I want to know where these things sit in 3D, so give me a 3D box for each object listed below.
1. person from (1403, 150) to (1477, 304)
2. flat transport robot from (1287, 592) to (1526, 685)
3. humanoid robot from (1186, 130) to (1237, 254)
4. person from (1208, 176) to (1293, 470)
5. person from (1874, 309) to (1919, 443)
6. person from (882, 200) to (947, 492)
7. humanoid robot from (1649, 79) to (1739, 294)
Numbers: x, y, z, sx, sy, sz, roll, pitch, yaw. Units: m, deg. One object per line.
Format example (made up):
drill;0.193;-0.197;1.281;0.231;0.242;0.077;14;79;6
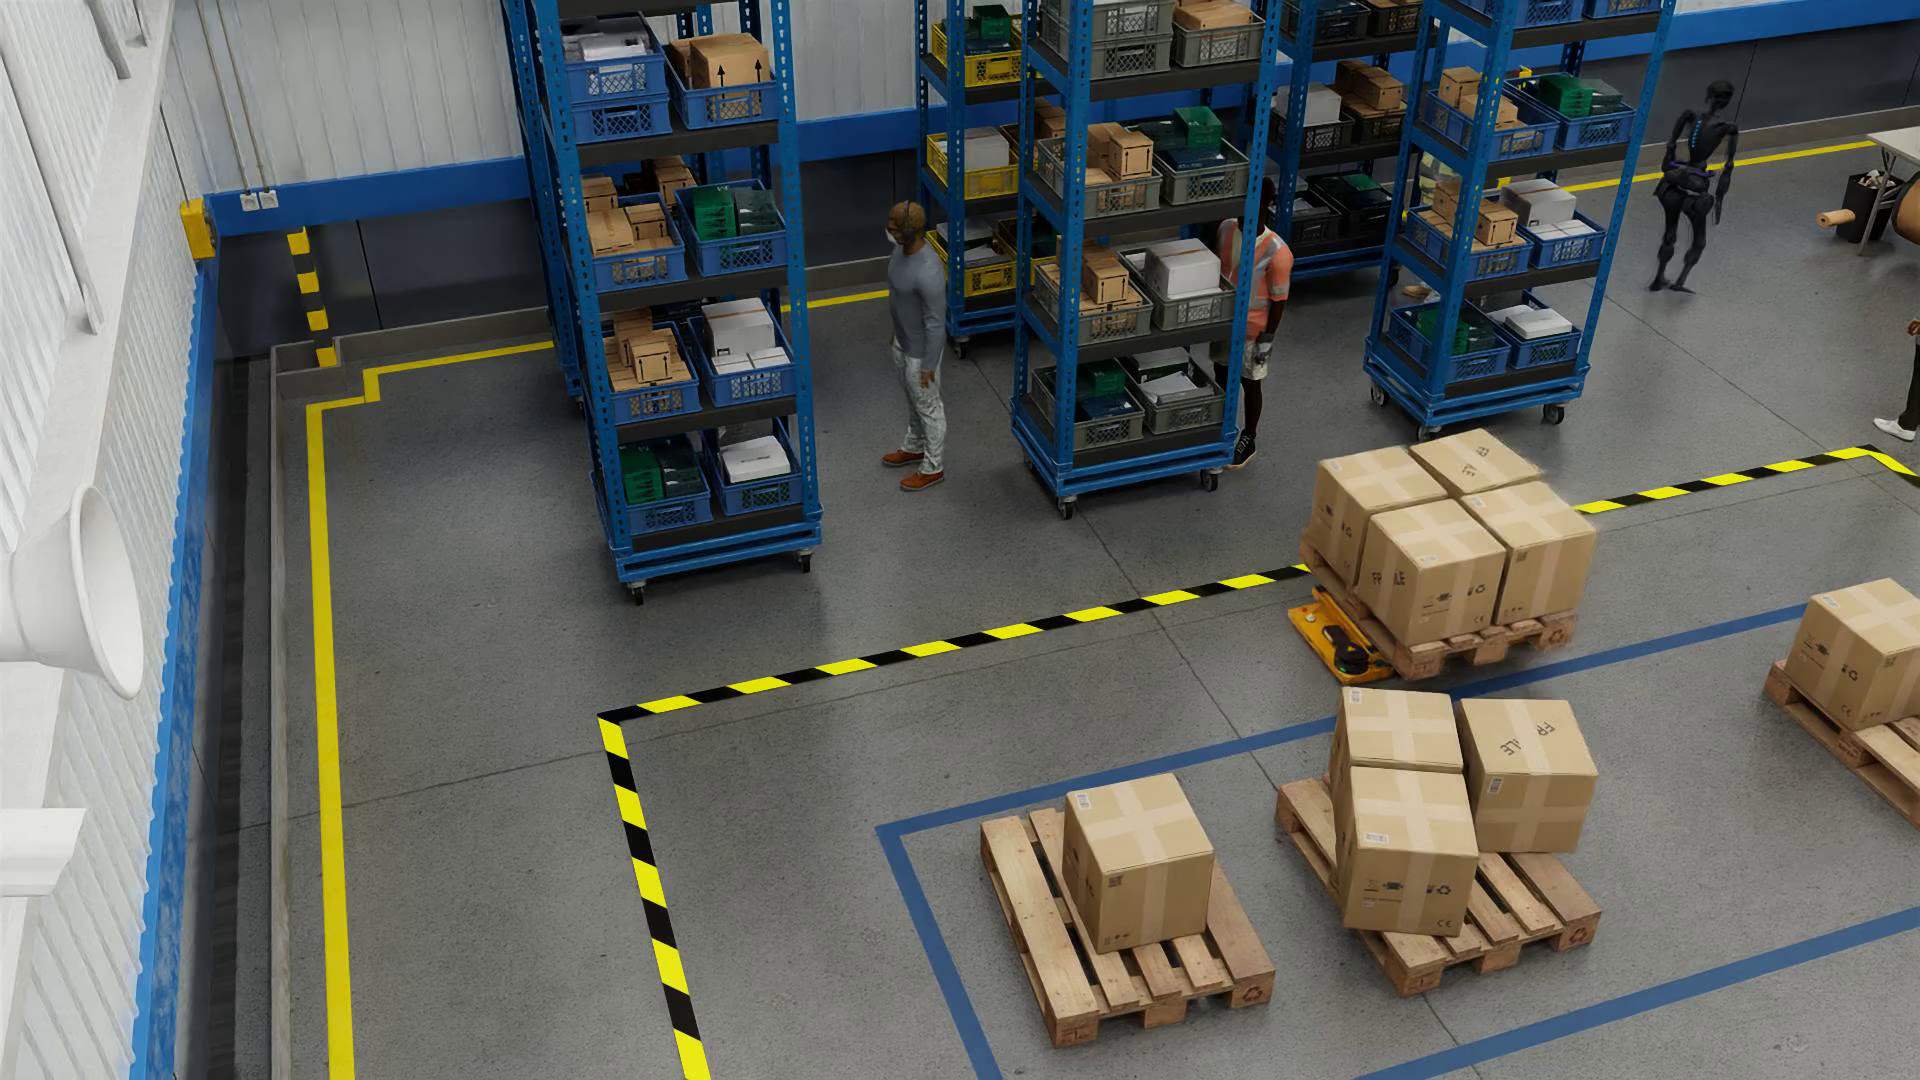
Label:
person;3.580;-2.542;12.295;0.429;1.841;0.632;6;36;8
flat transport robot;2.658;0.415;9.444;1.431;0.197;0.652;-11;37;-15
humanoid robot;1.845;-2.174;11.967;0.800;1.622;0.596;-20;40;-26
person;1.776;-1.382;10.543;0.368;1.966;0.605;-24;42;-30
person;6.443;-1.512;10.825;0.597;1.850;0.395;-11;37;-15
person;-0.275;-1.200;10.312;0.377;1.936;0.627;-11;37;-16
humanoid robot;5.541;-2.675;12.637;0.370;1.646;0.594;-21;40;-27
